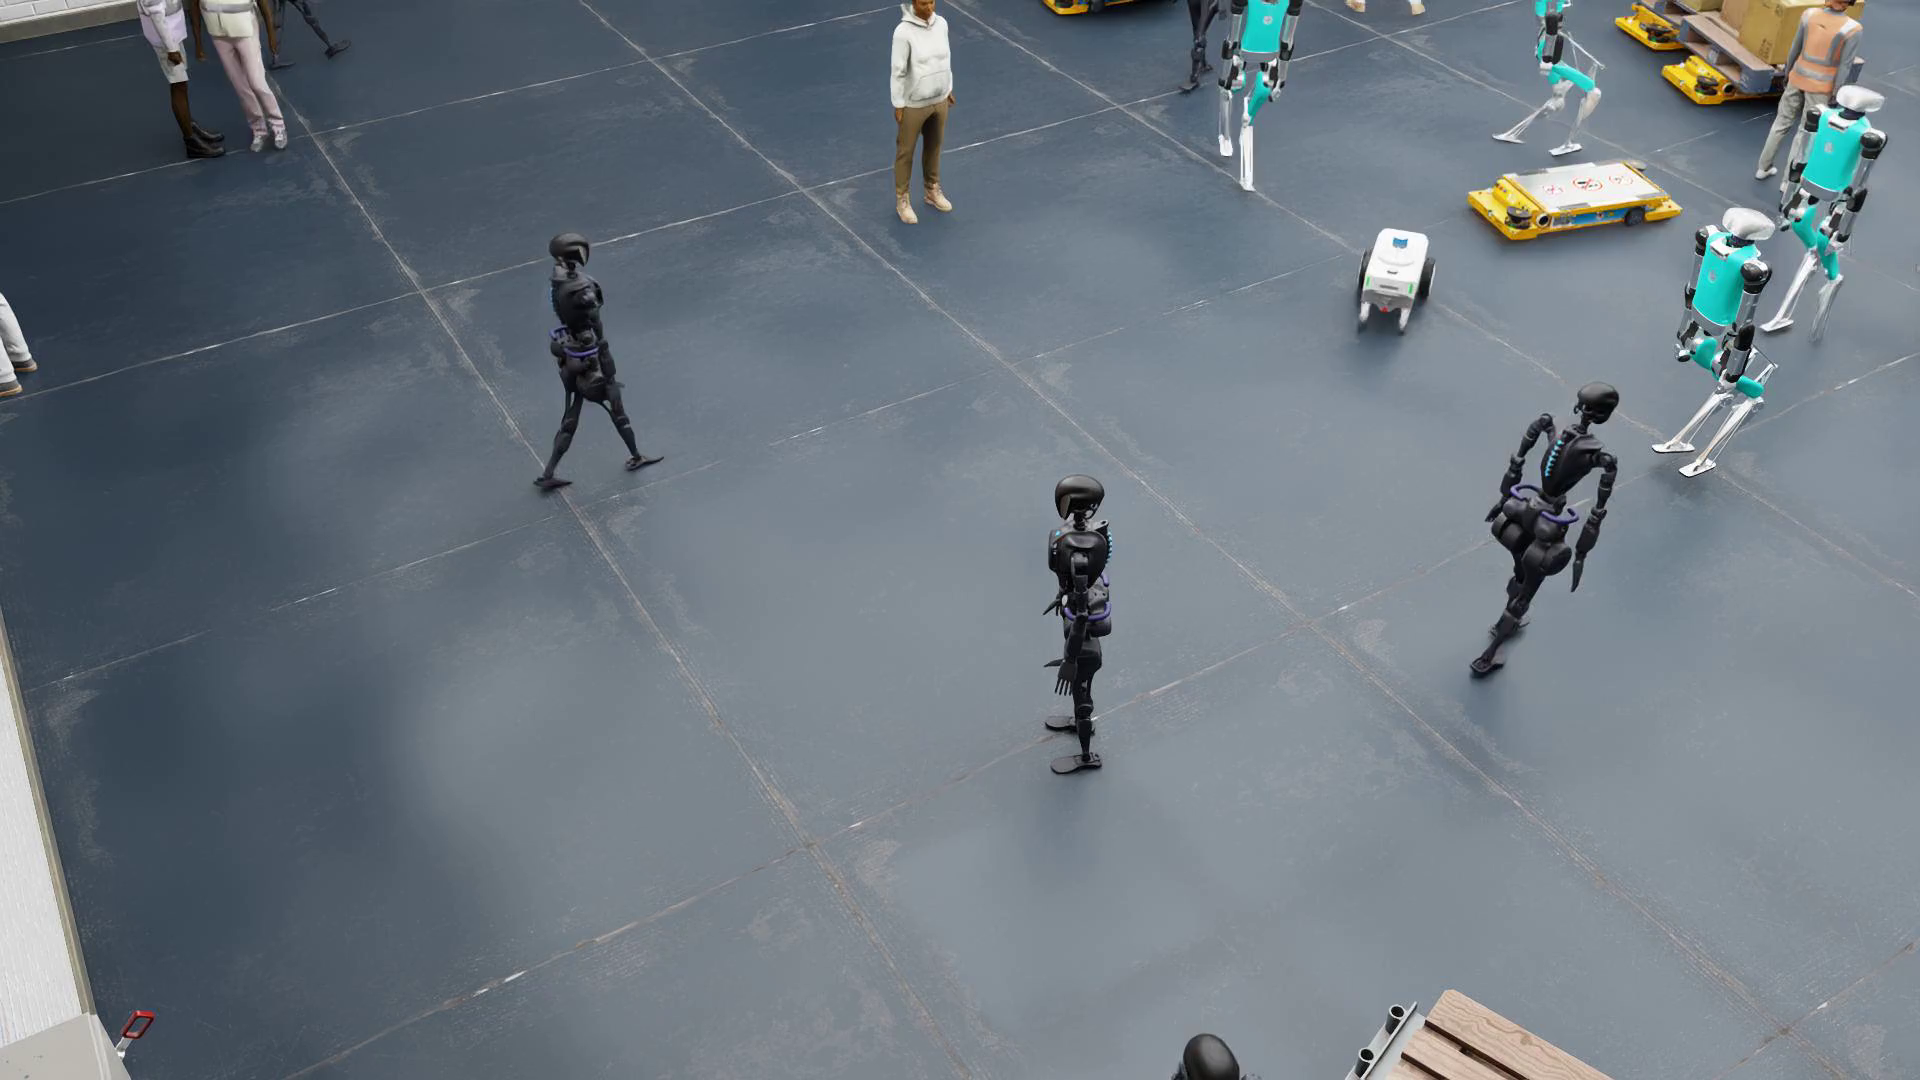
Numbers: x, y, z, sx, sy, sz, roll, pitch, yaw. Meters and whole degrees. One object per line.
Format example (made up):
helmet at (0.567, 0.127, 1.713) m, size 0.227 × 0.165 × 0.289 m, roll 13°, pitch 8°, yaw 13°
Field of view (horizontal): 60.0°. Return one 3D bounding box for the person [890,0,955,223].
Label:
person at (-0.289, -3.201, 12.124) m, size 0.531 × 1.766 × 0.364 m, roll -24°, pitch 44°, yaw -28°

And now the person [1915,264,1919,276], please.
person at (6.928, -2.252, 11.025) m, size 0.530 × 1.646 × 0.900 m, roll -11°, pitch 40°, yaw -14°

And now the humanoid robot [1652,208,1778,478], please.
humanoid robot at (4.418, -1.128, 9.428) m, size 0.735 × 1.673 × 0.533 m, roll -10°, pitch 40°, yaw -13°

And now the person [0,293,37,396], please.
person at (-6.176, -1.758, 10.215) m, size 0.342 × 1.879 × 0.573 m, roll -4°, pitch 39°, yaw -5°

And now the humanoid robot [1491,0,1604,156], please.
humanoid robot at (4.761, -3.837, 12.972) m, size 0.899 × 1.777 × 0.559 m, roll 7°, pitch 39°, yaw 9°

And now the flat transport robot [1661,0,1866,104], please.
flat transport robot at (6.898, -4.015, 14.359) m, size 1.431 × 0.231 × 0.659 m, roll -6°, pitch 39°, yaw -7°

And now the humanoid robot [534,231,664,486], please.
humanoid robot at (-2.166, -1.030, 9.509) m, size 0.791 × 1.638 × 0.596 m, roll -24°, pitch 44°, yaw -27°

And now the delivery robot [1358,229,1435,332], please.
delivery robot at (2.975, -1.824, 11.378) m, size 0.499 × 0.613 × 0.796 m, roll 13°, pitch 40°, yaw 15°

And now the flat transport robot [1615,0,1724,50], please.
flat transport robot at (6.855, -4.770, 15.310) m, size 1.431 × 0.231 × 0.659 m, roll -9°, pitch 39°, yaw -11°

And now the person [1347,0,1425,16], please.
person at (4.017, -5.734, 15.284) m, size 0.818 × 1.817 × 0.532 m, roll 2°, pitch 38°, yaw 3°

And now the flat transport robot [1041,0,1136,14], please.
flat transport robot at (1.460, -5.352, 16.045) m, size 1.431 × 0.231 × 0.659 m, roll -15°, pitch 41°, yaw -18°

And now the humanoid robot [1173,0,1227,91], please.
humanoid robot at (2.052, -4.670, 14.059) m, size 0.566 × 1.637 × 0.612 m, roll -28°, pitch 46°, yaw -31°

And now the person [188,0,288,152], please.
person at (-5.664, -3.911, 12.969) m, size 0.583 × 1.826 × 0.507 m, roll -1°, pitch 38°, yaw -1°

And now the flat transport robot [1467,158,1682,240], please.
flat transport robot at (4.637, -2.570, 12.535) m, size 1.431 × 0.231 × 0.659 m, roll -10°, pitch 39°, yaw -12°

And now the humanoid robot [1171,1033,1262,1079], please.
humanoid robot at (0.728, 2.147, 5.456) m, size 0.596 × 1.642 × 0.547 m, roll -17°, pitch 42°, yaw -21°

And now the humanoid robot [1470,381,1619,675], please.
humanoid robot at (2.850, -0.059, 8.244) m, size 0.572 × 1.627 × 0.612 m, roll -23°, pitch 44°, yaw -26°

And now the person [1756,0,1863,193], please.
person at (6.399, -3.414, 12.503) m, size 0.311 × 1.633 × 0.515 m, roll -18°, pitch 42°, yaw -22°

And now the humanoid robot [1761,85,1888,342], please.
humanoid robot at (5.649, -2.078, 10.789) m, size 0.650 × 1.869 × 0.539 m, roll -20°, pitch 42°, yaw -23°

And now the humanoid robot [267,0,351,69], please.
humanoid robot at (-5.834, -4.936, 14.415) m, size 0.747 × 1.629 × 0.617 m, roll -27°, pitch 46°, yaw -30°

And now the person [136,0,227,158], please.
person at (-6.125, -3.937, 12.917) m, size 0.372 × 1.938 × 0.545 m, roll -11°, pitch 40°, yaw -14°

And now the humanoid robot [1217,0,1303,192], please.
humanoid robot at (2.202, -3.596, 12.690) m, size 0.552 × 1.756 × 1.067 m, roll -2°, pitch 38°, yaw -3°

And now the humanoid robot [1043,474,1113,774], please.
humanoid robot at (0.535, 0.385, 7.660) m, size 0.315 × 1.657 × 0.599 m, roll 1°, pitch 38°, yaw 1°
